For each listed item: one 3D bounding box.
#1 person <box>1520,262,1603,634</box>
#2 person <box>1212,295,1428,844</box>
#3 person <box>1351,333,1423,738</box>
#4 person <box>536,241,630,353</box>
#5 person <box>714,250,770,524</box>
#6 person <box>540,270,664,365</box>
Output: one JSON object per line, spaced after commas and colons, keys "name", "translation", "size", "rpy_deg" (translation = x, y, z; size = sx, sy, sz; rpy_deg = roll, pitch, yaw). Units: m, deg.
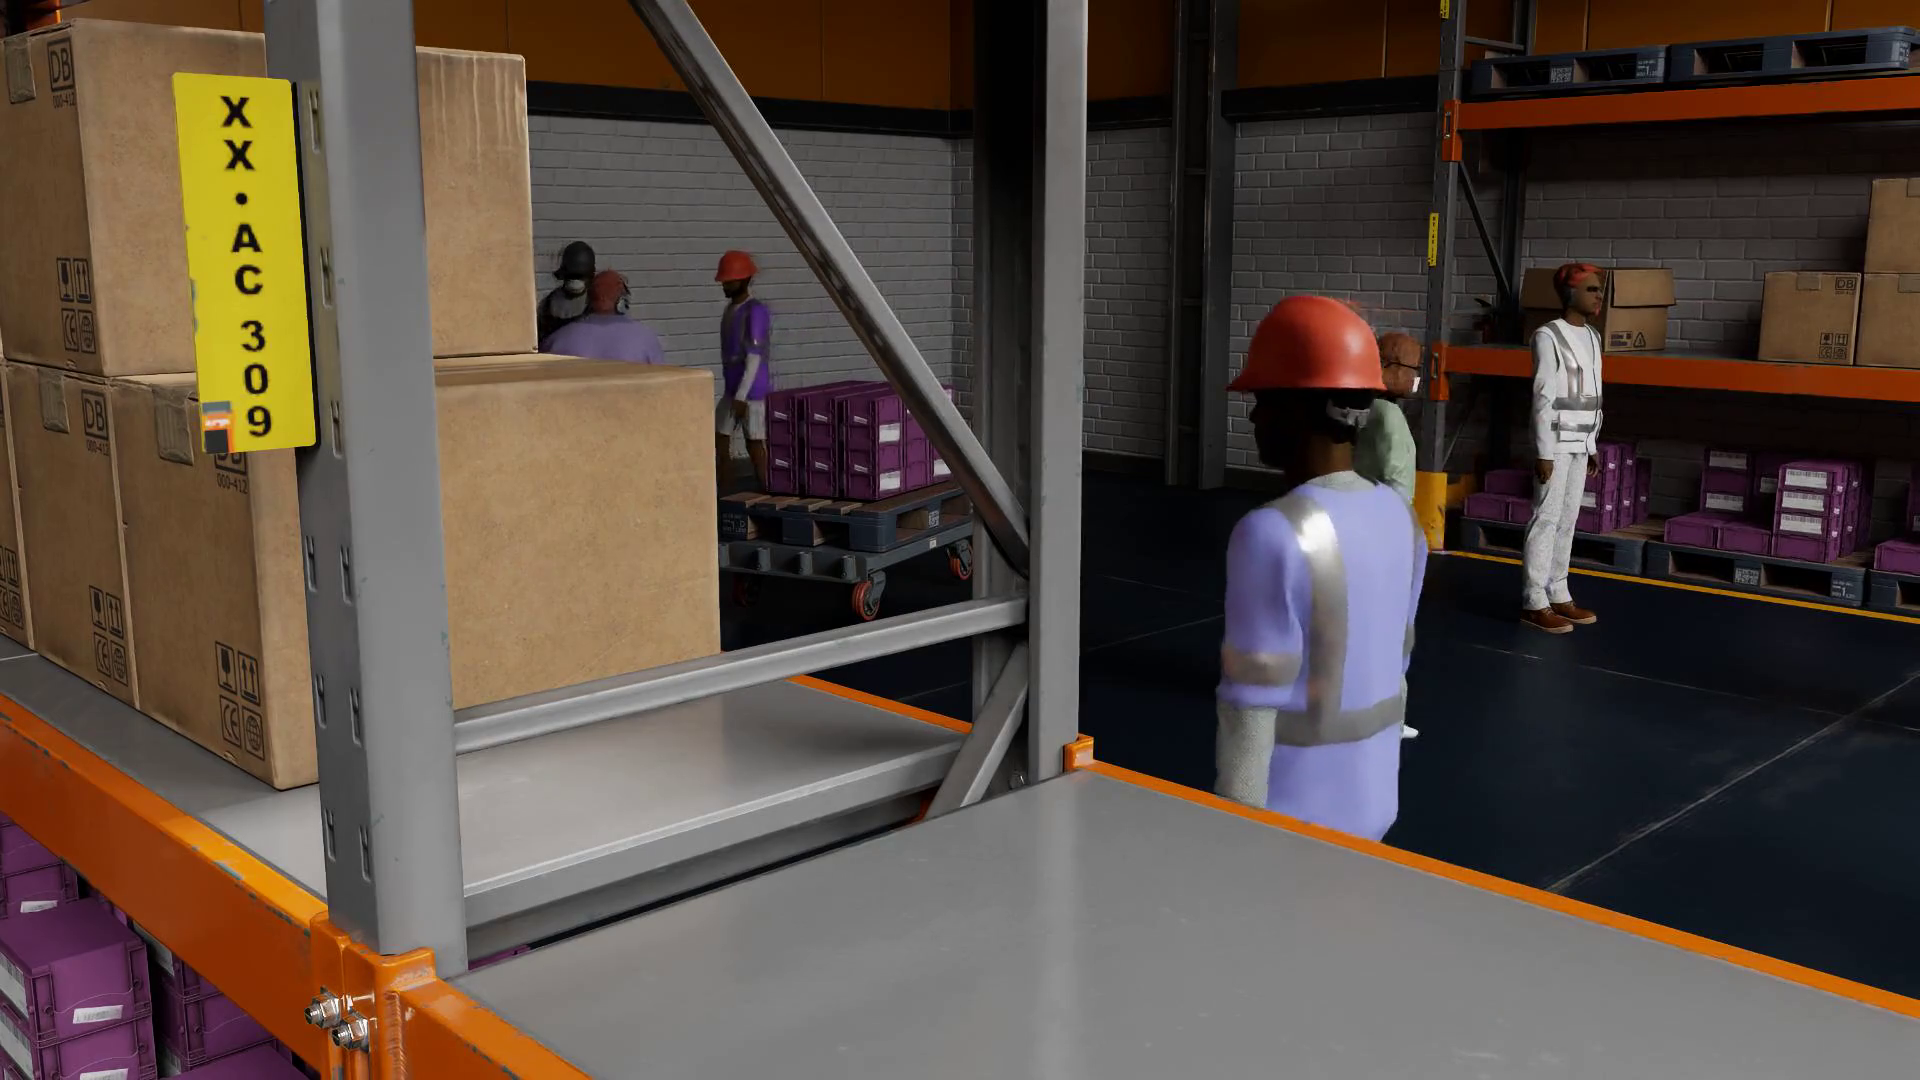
{"name": "person", "translation": [3.119, -0.475, 8.561], "size": [0.356, 1.885, 0.573], "rpy_deg": [10, 14, 44]}
{"name": "person", "translation": [0.695, 0.513, 3.087], "size": [0.696, 1.916, 0.554], "rpy_deg": [9, 14, 40]}
{"name": "person", "translation": [1.719, -0.023, 6.779], "size": [0.278, 1.633, 0.498], "rpy_deg": [0, 10, -1]}
{"name": "person", "translation": [-2.645, -1.047, 11.252], "size": [0.873, 2.000, 0.534], "rpy_deg": [3, 11, 18]}
{"name": "person", "translation": [-1.528, -1.015, 11.422], "size": [0.618, 1.912, 0.555], "rpy_deg": [-8, 13, -38]}
{"name": "person", "translation": [-1.831, -0.445, 8.528], "size": [0.663, 1.850, 0.969], "rpy_deg": [-1, 10, -7]}
